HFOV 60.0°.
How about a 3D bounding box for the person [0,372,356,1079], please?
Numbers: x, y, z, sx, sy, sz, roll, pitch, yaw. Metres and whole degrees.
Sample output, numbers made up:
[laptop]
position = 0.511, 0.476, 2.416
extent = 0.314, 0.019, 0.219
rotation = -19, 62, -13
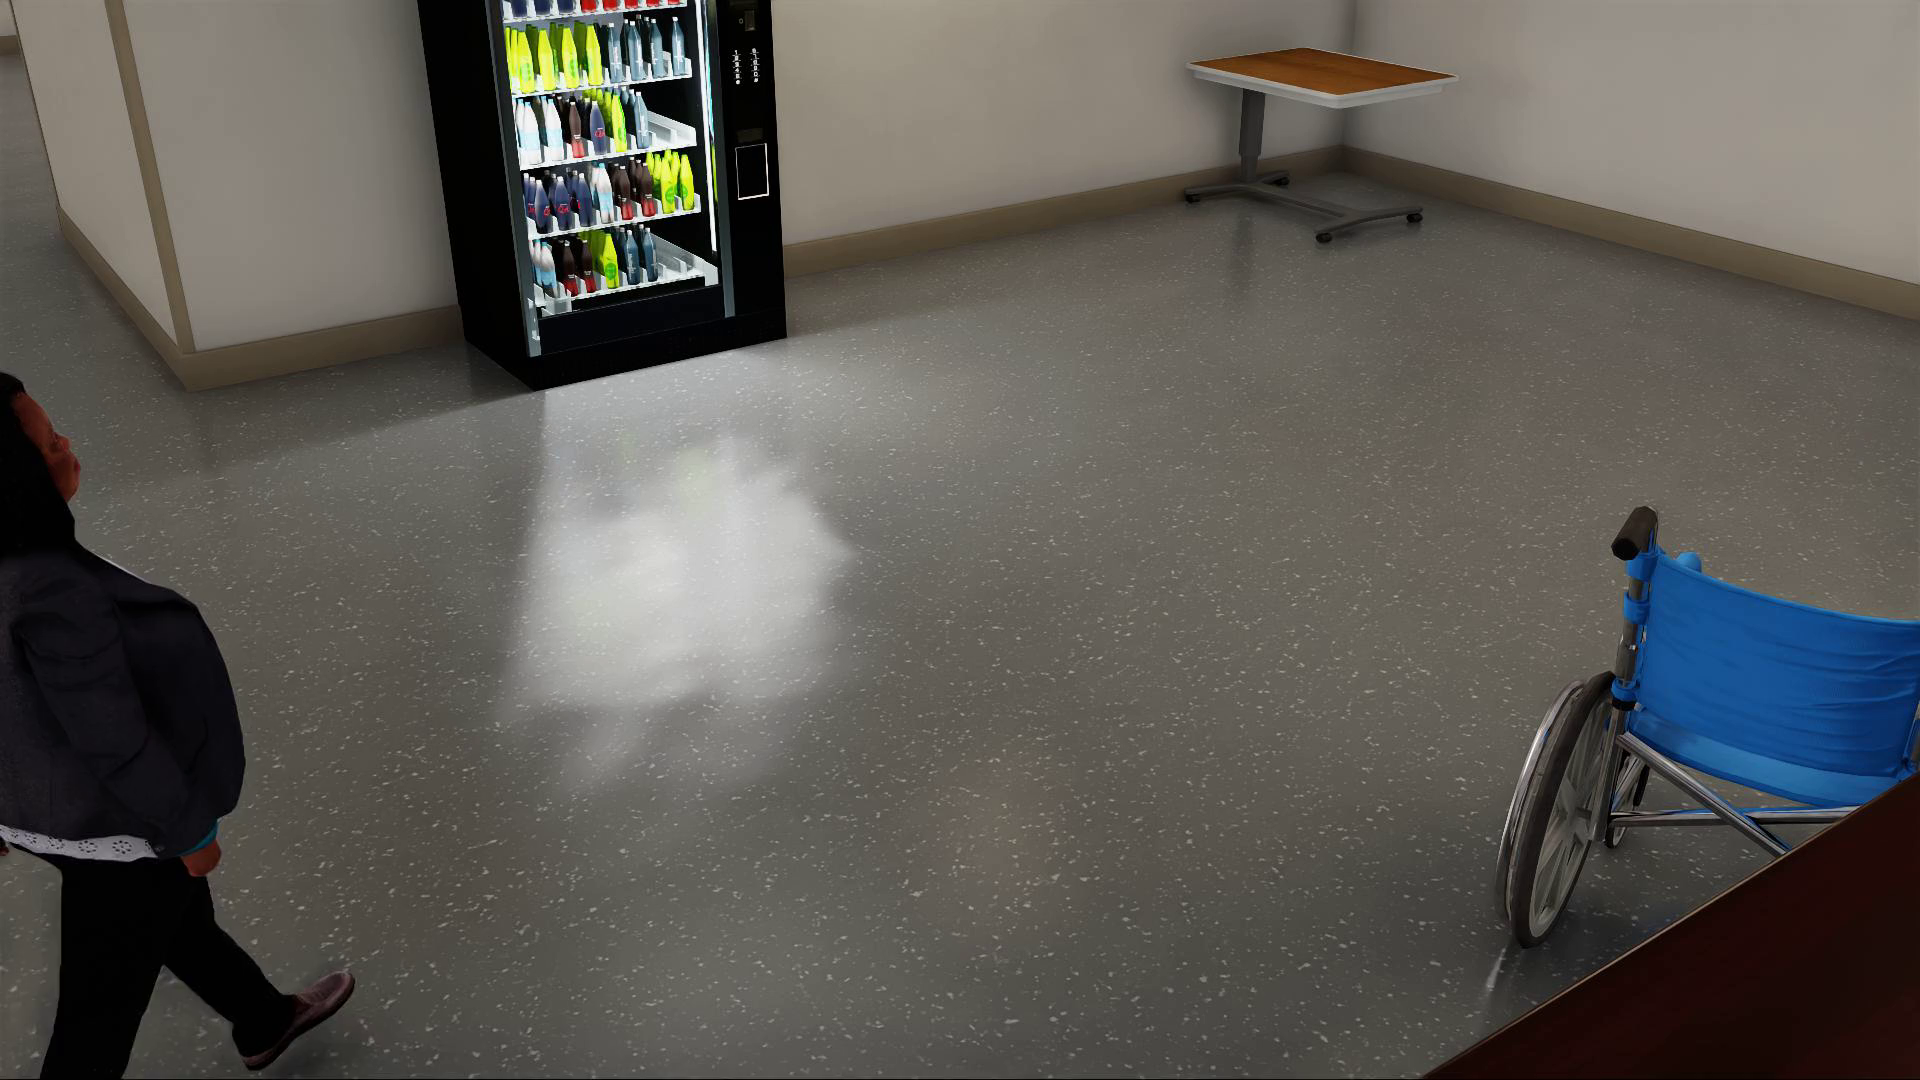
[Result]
[person]
position = -1.541, 0.503, 2.840
extent = 0.882, 1.562, 1.125
rotation = 18, 31, 33
